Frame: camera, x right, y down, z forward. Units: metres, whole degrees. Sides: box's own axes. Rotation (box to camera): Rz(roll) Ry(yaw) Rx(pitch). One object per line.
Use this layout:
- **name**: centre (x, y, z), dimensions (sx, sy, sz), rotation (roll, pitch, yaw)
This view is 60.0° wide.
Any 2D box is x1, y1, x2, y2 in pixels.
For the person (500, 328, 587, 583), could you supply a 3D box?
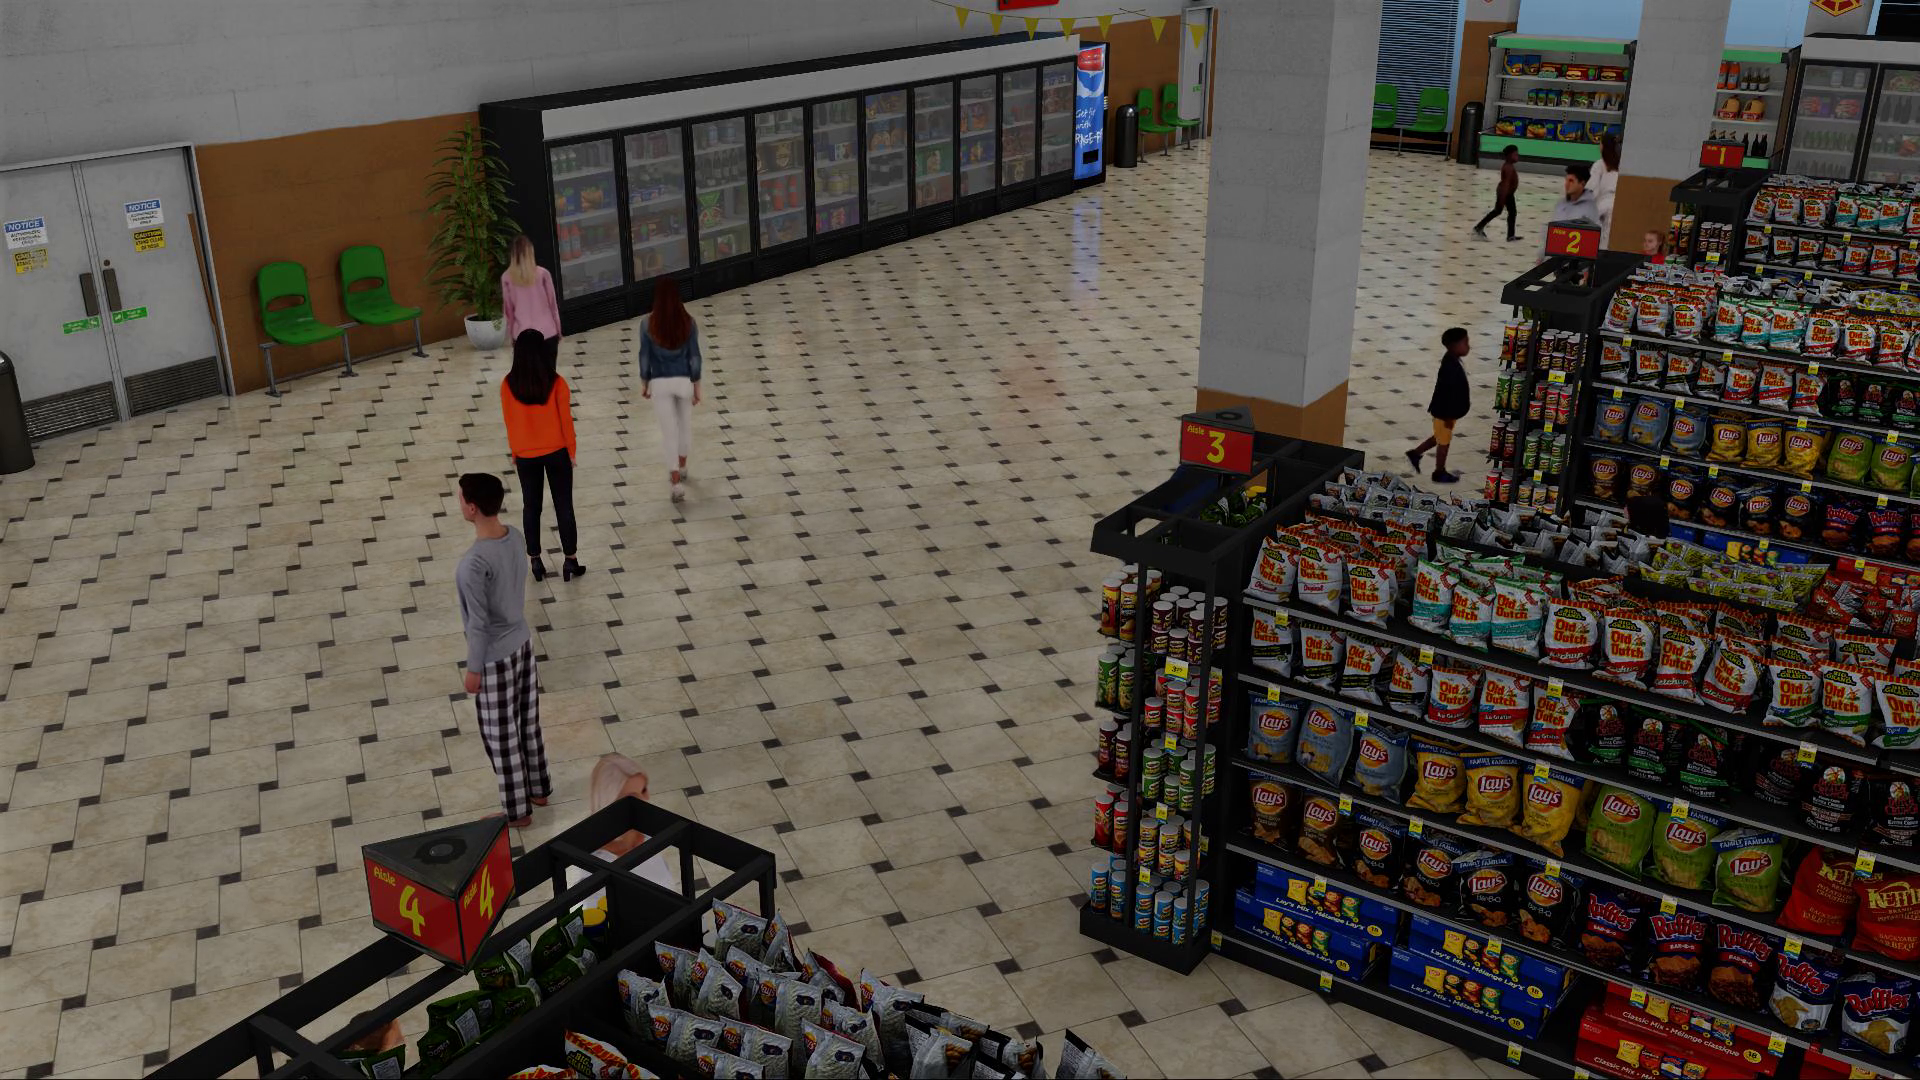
- **person**: centre (-2.776, -0.560, 11.065), dimensions (0.663, 1.748, 0.770), rotation (2, 22, 4)

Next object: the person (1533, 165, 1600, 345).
- **person**: centre (5.971, -2.650, 16.109), dimensions (1.177, 1.866, 1.268), rotation (-10, 24, -23)

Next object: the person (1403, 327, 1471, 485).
- **person**: centre (3.712, -1.046, 12.930), dimensions (0.769, 1.260, 0.676), rotation (3, 22, 8)

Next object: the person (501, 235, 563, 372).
- **person**: centre (-3.606, -1.713, 14.044), dimensions (1.053, 1.667, 0.999), rotation (1, 22, 2)

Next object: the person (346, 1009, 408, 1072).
- **person**: centre (-1.961, 2.029, 5.603), dimensions (0.658, 1.017, 0.622), rotation (-7, 23, -18)

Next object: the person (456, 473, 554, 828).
- **person**: centre (-2.256, 0.543, 8.186), dimensions (0.655, 1.847, 0.691), rotation (6, 23, 13)

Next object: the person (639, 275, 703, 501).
- **person**: centre (-2.160, -1.108, 12.543), dimensions (1.082, 1.664, 1.194), rotation (-5, 23, -13)

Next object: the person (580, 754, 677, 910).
- **person**: centre (-1.162, 1.532, 5.858), dimensions (0.597, 1.750, 0.621), rotation (7, 23, 17)

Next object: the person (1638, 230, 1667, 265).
- **person**: centre (6.771, -2.401, 16.302), dimensions (0.767, 1.260, 0.827), rotation (-13, 25, -29)

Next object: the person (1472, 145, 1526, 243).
- **person**: centre (6.975, -4.470, 21.482), dimensions (0.947, 1.237, 0.739), rotation (4, 22, 10)
